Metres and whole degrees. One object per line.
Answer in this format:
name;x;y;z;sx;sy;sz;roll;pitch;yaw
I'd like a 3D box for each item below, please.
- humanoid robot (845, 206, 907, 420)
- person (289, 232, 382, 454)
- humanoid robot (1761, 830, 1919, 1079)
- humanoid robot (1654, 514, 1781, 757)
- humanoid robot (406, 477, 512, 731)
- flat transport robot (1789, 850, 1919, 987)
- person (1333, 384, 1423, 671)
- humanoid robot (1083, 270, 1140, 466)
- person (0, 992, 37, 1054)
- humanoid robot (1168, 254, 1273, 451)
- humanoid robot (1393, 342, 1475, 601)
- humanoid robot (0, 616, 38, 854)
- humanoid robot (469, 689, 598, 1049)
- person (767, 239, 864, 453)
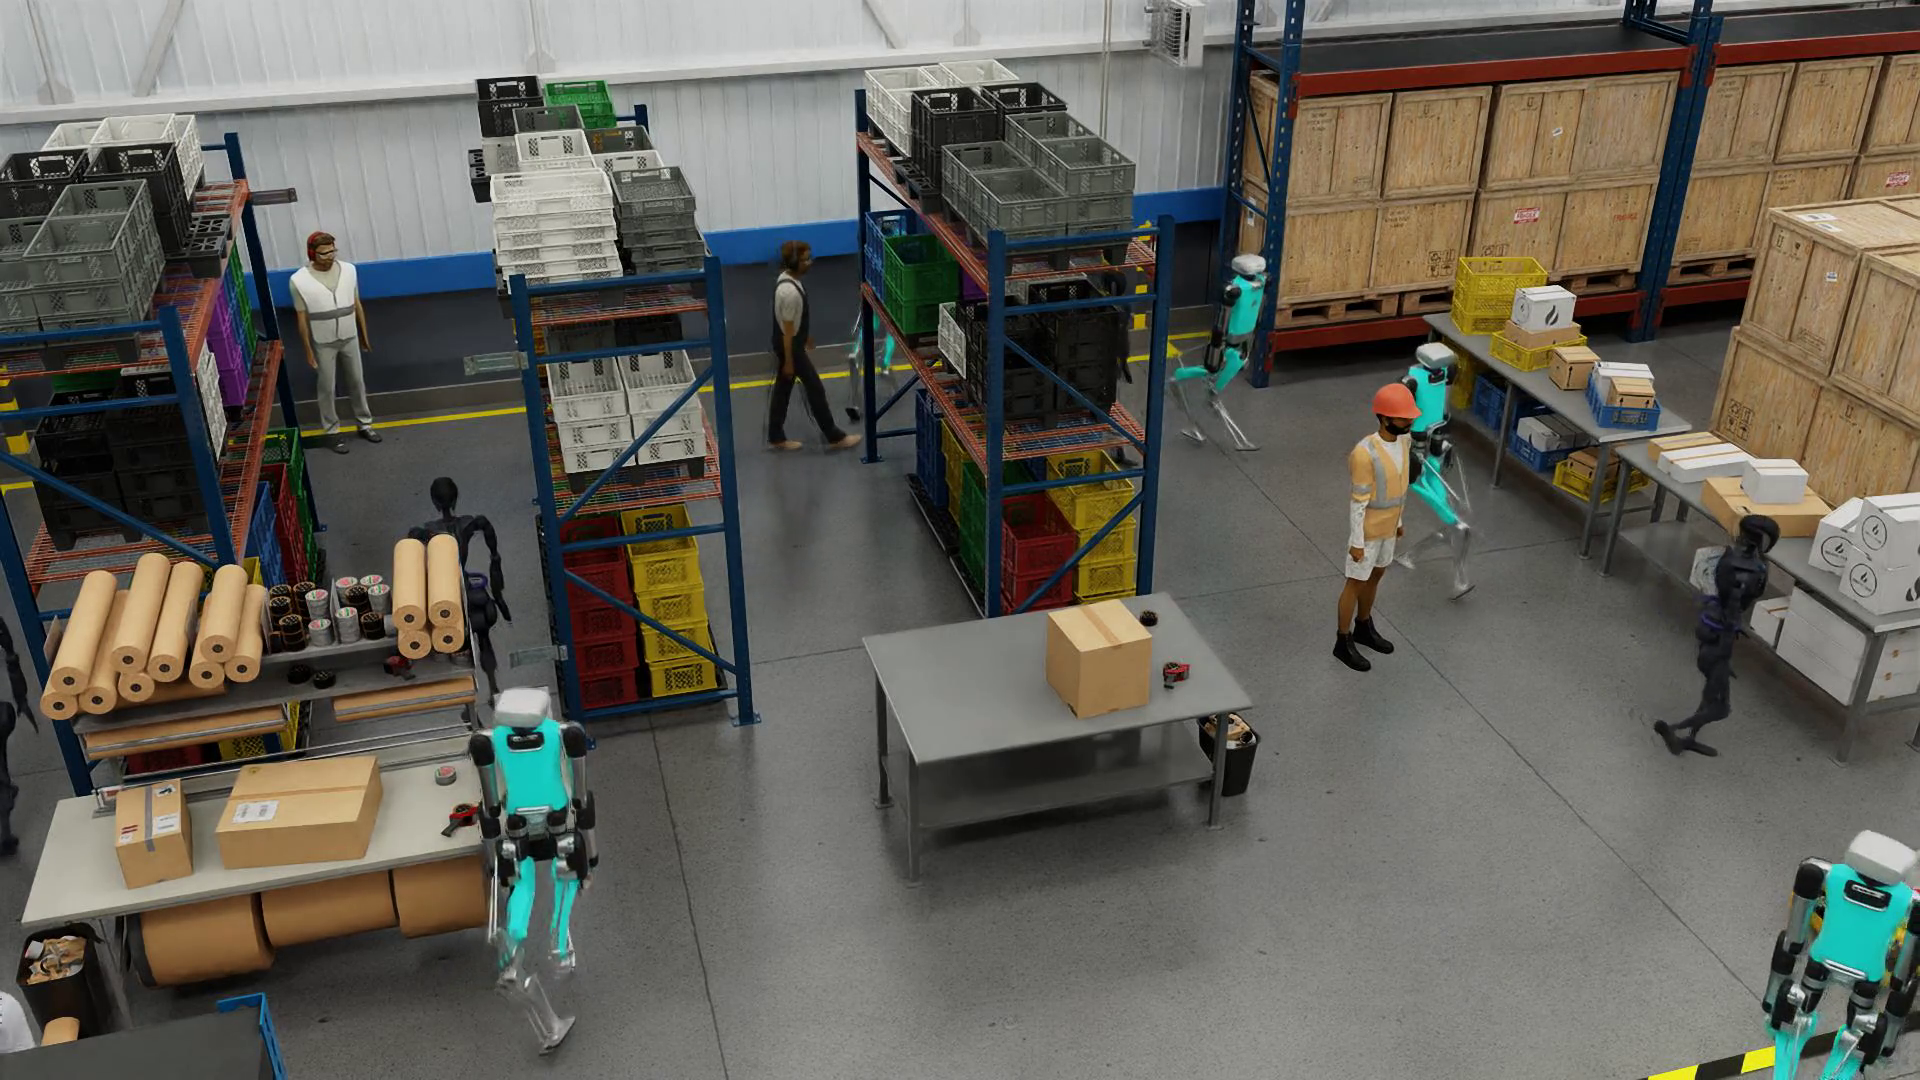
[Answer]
humanoid robot;-0.742;-1.842;14.026;0.531;1.774;0.997;13;31;22
person;-5.071;-1.618;13.482;0.384;1.836;0.565;25;38;38
humanoid robot;3.522;2.091;6.829;0.540;1.768;0.779;18;34;30
humanoid robot;4.402;0.554;9.700;0.406;1.643;0.612;14;32;23
humanoid robot;-3.022;0.385;10.001;0.602;1.647;0.340;-15;32;-25
flat transport robot;5.163;1.916;8.676;1.431;0.231;0.659;-8;30;-14
person;2.663;-0.093;10.596;0.348;1.942;0.543;25;38;38
humanoid robot;1.115;-1.384;13.267;0.775;1.621;0.587;24;37;36
person;-3.704;2.232;6.268;0.644;2.030;0.426;-11;31;-19
humanoid robot;2.049;-1.510;13.379;0.530;1.734;0.951;-25;37;-37
humanoid robot;3.395;-0.423;11.423;0.552;1.773;0.944;-19;34;-31
humanoid robot;-5.416;0.930;9.063;0.611;1.613;0.738;-9;30;-16
humanoid robot;-1.950;1.615;7.725;0.530;1.741;1.021;-4;29;-7
person;-1.193;-1.535;13.349;0.878;1.810;0.543;-5;29;-8
